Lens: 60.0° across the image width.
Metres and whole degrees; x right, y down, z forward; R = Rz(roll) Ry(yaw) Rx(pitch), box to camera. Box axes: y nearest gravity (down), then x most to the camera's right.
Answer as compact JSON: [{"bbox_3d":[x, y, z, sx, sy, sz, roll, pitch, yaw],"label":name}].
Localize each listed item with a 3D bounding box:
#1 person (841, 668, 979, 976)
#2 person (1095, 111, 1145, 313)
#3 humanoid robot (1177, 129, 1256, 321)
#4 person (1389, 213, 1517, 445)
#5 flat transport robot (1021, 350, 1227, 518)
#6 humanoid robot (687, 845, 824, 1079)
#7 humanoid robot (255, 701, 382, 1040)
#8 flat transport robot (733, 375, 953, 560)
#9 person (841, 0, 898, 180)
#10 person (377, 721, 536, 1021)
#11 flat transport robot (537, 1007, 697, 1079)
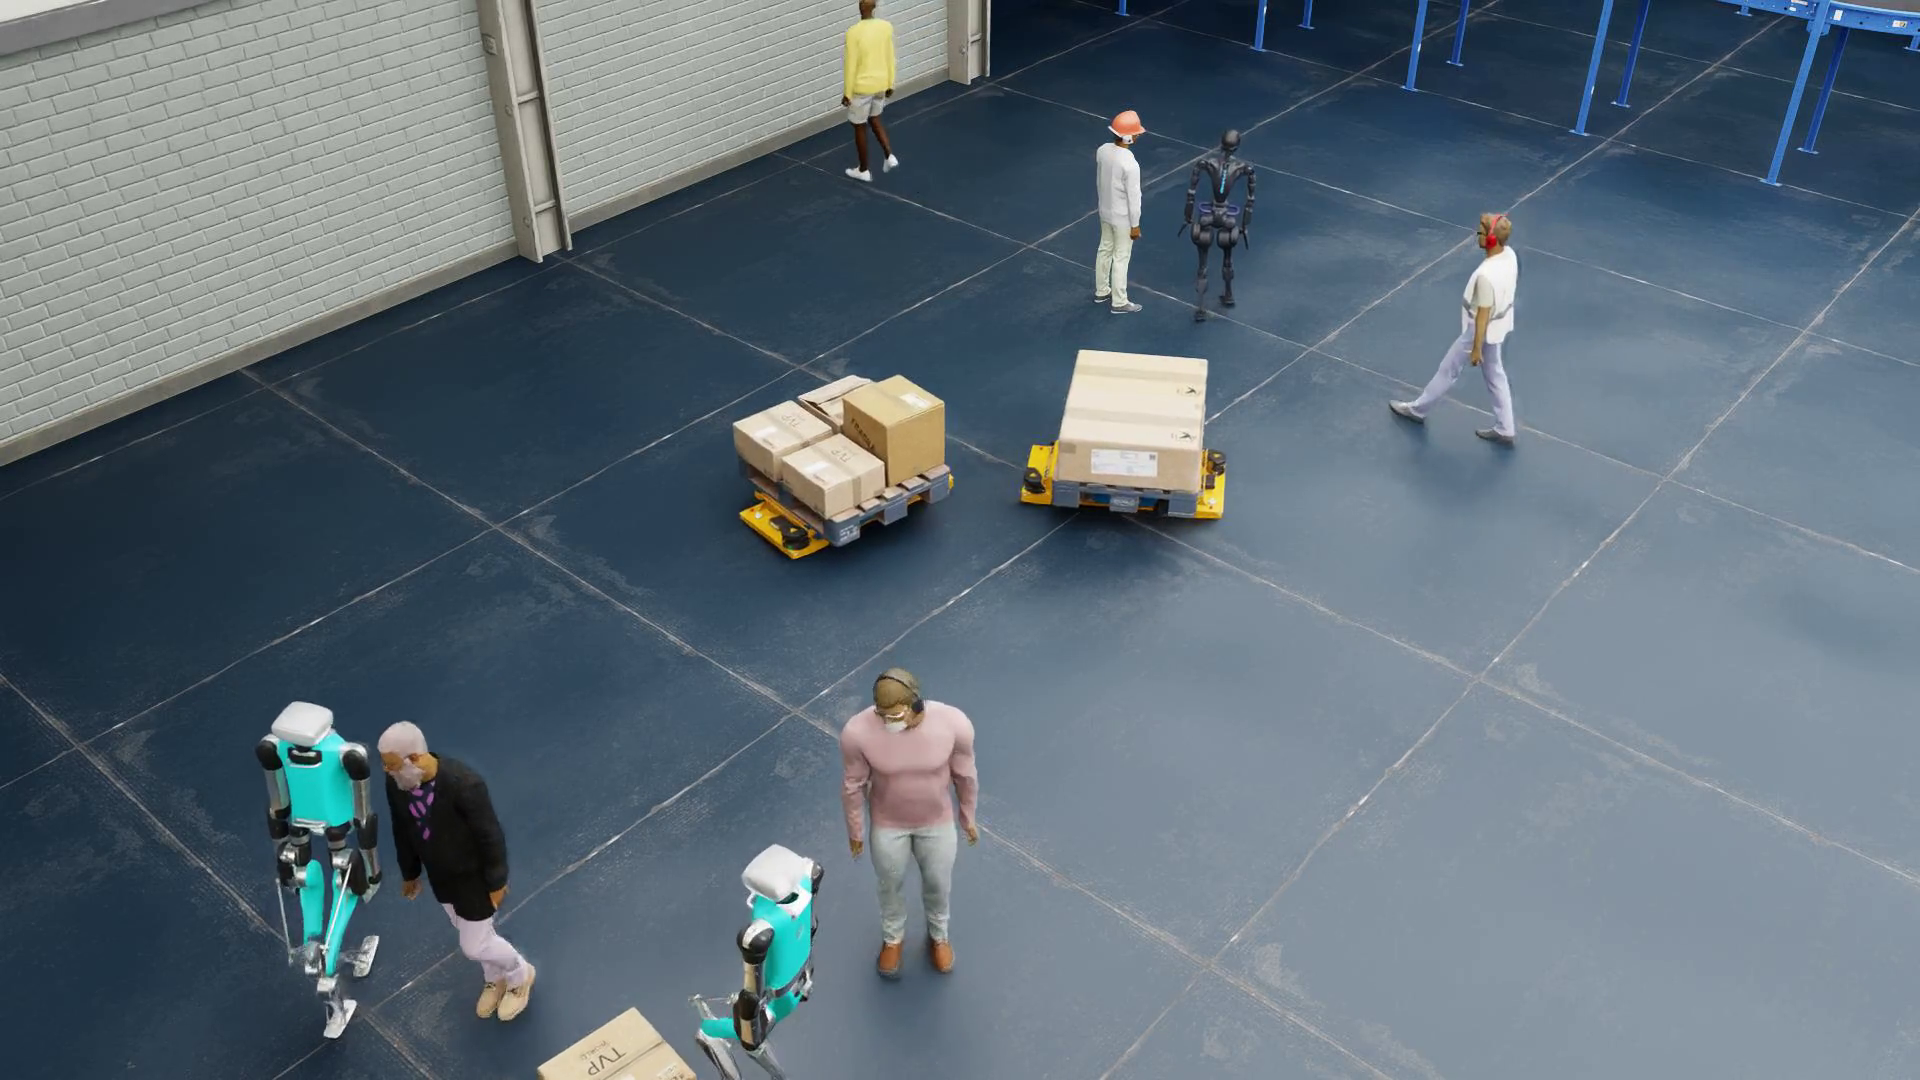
[{"bbox_3d":[-0.233,1.351,8.073,0.662,1.916,0.373,-2,36,-3],"label":"person"},{"bbox_3d":[1.352,-2.759,13.981,0.329,1.751,0.563,-18,39,-23],"label":"person"},{"bbox_3d":[2.137,-2.673,13.950,0.615,1.640,0.576,5,36,6],"label":"humanoid robot"},{"bbox_3d":[3.809,-1.573,12.280,0.987,1.786,0.589,23,41,28],"label":"person"},{"bbox_3d":[1.195,-0.461,12.035,1.431,0.231,0.659,5,36,8],"label":"flat transport robot"},{"bbox_3d":[-0.957,2.000,7.353,0.727,1.837,0.537,16,38,21],"label":"humanoid robot"},{"bbox_3d":[-3.037,1.678,7.783,0.539,1.767,0.885,6,36,8],"label":"humanoid robot"},{"bbox_3d":[-0.799,-0.330,11.851,1.431,0.231,0.659,-26,43,-32],"label":"flat transport robot"},{"bbox_3d":[-0.887,-4.407,16.200,0.547,1.878,0.434,-27,43,-32],"label":"person"},{"bbox_3d":[-2.369,1.562,7.861,0.552,1.826,0.449,17,39,22],"label":"person"},{"bbox_3d":[-1.465,2.978,7.206,1.431,0.231,0.659,21,41,27],"label":"flat transport robot"}]
